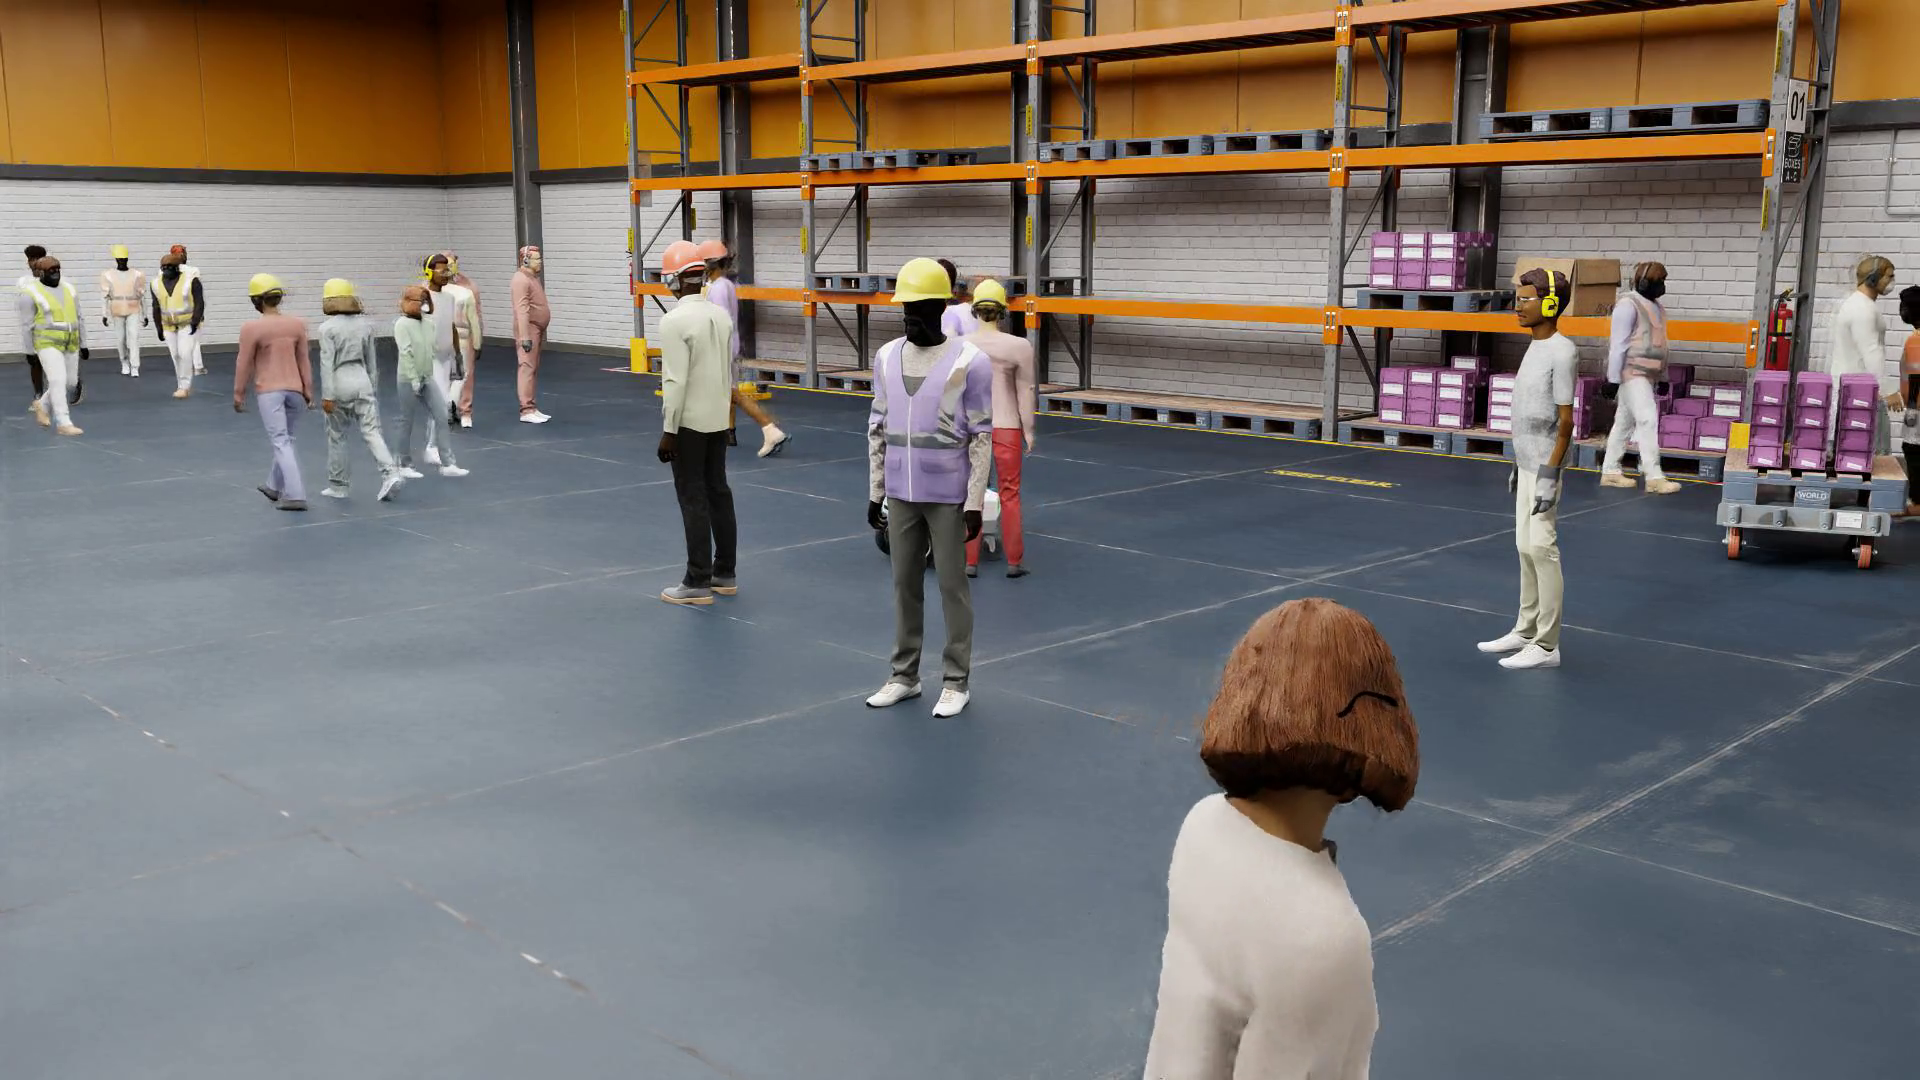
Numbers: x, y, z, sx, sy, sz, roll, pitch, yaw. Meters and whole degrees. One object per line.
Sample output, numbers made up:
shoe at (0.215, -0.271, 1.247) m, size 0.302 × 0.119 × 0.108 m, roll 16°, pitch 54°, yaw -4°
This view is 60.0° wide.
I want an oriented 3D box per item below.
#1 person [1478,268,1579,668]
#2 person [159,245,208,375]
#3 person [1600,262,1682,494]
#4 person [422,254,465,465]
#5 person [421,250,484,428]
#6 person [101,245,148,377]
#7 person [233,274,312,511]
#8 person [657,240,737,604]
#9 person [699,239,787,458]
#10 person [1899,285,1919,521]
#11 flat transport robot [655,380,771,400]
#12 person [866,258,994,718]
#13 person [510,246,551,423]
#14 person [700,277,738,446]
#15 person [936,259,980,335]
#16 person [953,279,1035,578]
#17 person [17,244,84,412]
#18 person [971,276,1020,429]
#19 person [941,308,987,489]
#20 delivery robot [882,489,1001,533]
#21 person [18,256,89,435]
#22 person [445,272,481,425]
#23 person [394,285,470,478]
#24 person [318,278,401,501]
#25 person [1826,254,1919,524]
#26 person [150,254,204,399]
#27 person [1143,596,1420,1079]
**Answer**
person at (2.693, -0.329, 7.800) m, size 0.327 × 1.874 × 0.520 m, roll 0°, pitch 10°, yaw 2°
person at (-11.266, -3.328, 24.124) m, size 0.576 × 1.883 × 0.362 m, roll -1°, pitch 10°, yaw -7°
person at (5.464, -1.272, 13.115) m, size 0.841 × 1.802 × 0.664 m, roll 10°, pitch 14°, yaw 43°
person at (-4.567, -1.572, 14.606) m, size 0.499 × 1.856 × 0.535 m, roll 5°, pitch 11°, yaw 24°
person at (-5.404, -2.150, 17.726) m, size 0.643 × 1.875 × 0.803 m, roll -4°, pitch 11°, yaw -20°
person at (-12.041, -3.311, 24.002) m, size 0.593 × 1.891 × 0.922 m, roll -4°, pitch 11°, yaw -21°
person at (-5.141, -1.092, 12.327) m, size 0.813 × 1.733 × 0.537 m, roll 6°, pitch 12°, yaw 31°
person at (-1.471, -0.644, 9.185) m, size 0.391 × 1.990 × 0.623 m, roll 5°, pitch 11°, yaw 24°
person at (-2.089, -1.708, 15.004) m, size 1.017 × 2.002 × 0.620 m, roll 0°, pitch 10°, yaw 0°
person at (6.822, -0.951, 11.714) m, size 0.485 × 1.677 × 0.529 m, roll 8°, pitch 13°, yaw 38°
flat transport robot at (-3.055, -1.858, 20.507) m, size 1.431 × 0.197 × 0.652 m, roll 9°, pitch 14°, yaw 40°
person at (-0.142, -0.216, 7.031) m, size 0.587 × 1.927 × 0.364 m, roll 6°, pitch 12°, yaw 29°
person at (-4.649, -2.232, 18.084) m, size 0.399 × 1.908 × 0.643 m, roll -1°, pitch 10°, yaw -5°
person at (-2.342, -1.833, 15.822) m, size 0.359 × 1.936 × 0.552 m, roll 5°, pitch 11°, yaw 24°
person at (-0.083, -0.994, 11.464) m, size 0.612 × 1.865 × 1.030 m, roll -6°, pitch 12°, yaw -29°
person at (0.173, -0.646, 9.849) m, size 0.563 × 1.766 × 0.343 m, roll 0°, pitch 10°, yaw 2°
person at (-10.651, -2.490, 19.458) m, size 0.600 × 1.929 × 0.916 m, roll 0°, pitch 10°, yaw -2°
person at (0.310, -1.863, 16.878) m, size 0.697 × 1.612 × 0.513 m, roll 4°, pitch 11°, yaw 21°
person at (-0.088, -0.901, 11.020) m, size 0.548 × 1.829 × 0.602 m, roll -3°, pitch 11°, yaw -16°
delivery robot at (-0.112, -0.187, 10.360) m, size 0.707 × 0.478 × 0.477 m, roll -4°, pitch 11°, yaw -20°
person at (-9.301, -1.987, 16.993) m, size 0.754 × 1.819 × 0.621 m, roll 4°, pitch 11°, yaw 21°
person at (-5.398, -2.079, 17.554) m, size 0.618 × 1.804 × 0.746 m, roll 0°, pitch 10°, yaw -2°
person at (-4.416, -1.294, 13.785) m, size 0.723 × 1.606 × 0.504 m, roll 4°, pitch 11°, yaw 23°
person at (-4.621, -1.142, 12.706) m, size 0.800 × 1.707 × 0.522 m, roll 7°, pitch 13°, yaw 35°
person at (6.336, -1.035, 11.642) m, size 0.996 × 1.889 × 0.644 m, roll 6°, pitch 12°, yaw 31°
person at (-9.712, -2.640, 20.665) m, size 0.641 × 1.778 × 0.835 m, roll 0°, pitch 10°, yaw 0°
person at (0.324, 0.863, 2.003) m, size 0.438 × 1.605 × 0.518 m, roll -2°, pitch 11°, yaw -11°
